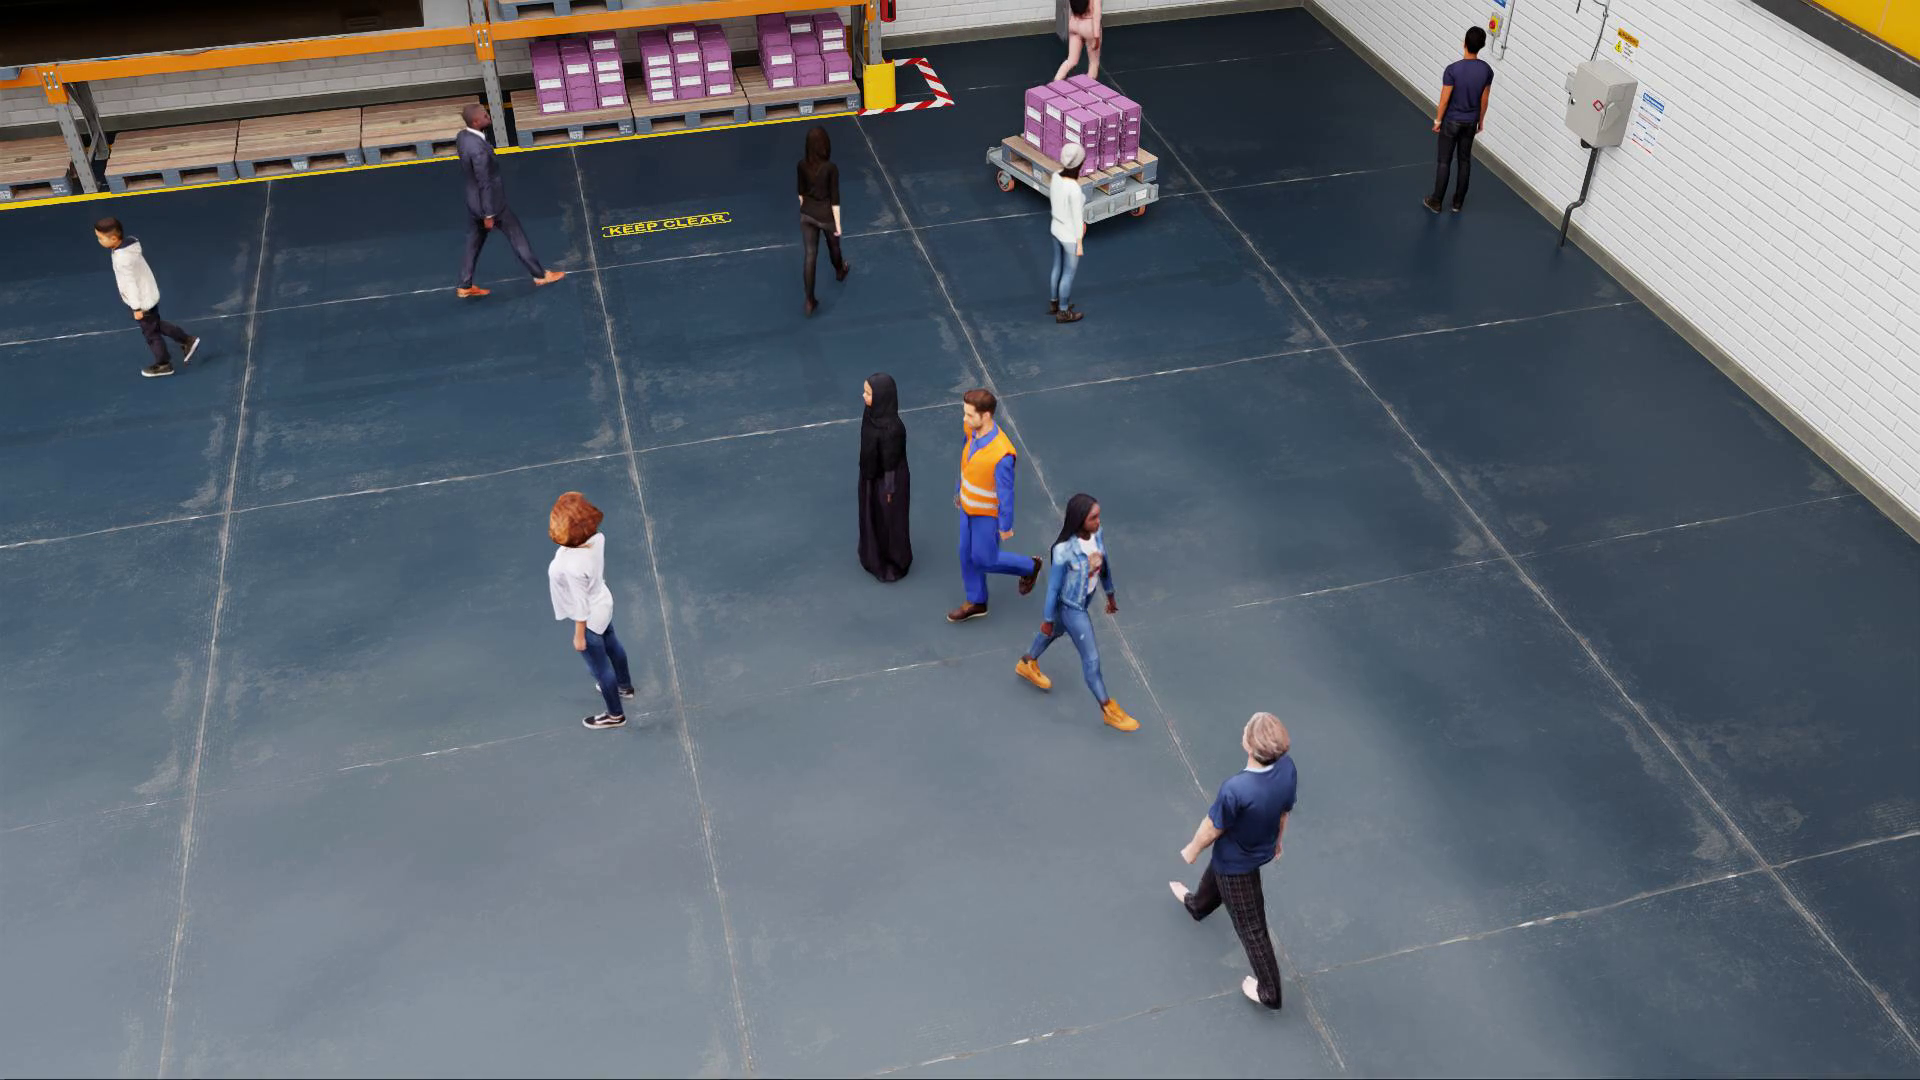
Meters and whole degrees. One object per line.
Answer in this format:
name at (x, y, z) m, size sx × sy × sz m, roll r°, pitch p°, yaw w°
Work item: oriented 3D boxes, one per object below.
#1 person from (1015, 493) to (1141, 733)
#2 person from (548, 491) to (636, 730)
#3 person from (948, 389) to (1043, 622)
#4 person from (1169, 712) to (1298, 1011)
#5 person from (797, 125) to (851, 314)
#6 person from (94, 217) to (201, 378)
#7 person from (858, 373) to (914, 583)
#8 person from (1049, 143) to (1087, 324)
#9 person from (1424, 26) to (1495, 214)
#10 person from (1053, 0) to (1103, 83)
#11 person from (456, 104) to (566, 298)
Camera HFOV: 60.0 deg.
person at (0.634, 0.389, 10.377) m, size 1.188 × 1.659 × 1.183 m, roll 23°, pitch 44°, yaw 26°
person at (-2.268, 0.431, 10.281) m, size 0.715 × 1.712 × 0.727 m, roll 4°, pitch 39°, yaw 5°
person at (0.240, -0.233, 11.011) m, size 1.034 × 1.840 × 0.864 m, roll -21°, pitch 43°, yaw -24°
person at (1.528, 1.694, 8.616) m, size 1.233 × 1.817 × 1.064 m, roll -26°, pitch 46°, yaw -29°
person at (-1.240, -2.718, 14.312) m, size 1.092 × 1.603 × 1.005 m, roll 10°, pitch 40°, yaw 12°
person at (-6.602, -1.998, 13.545) m, size 0.739 × 1.435 × 0.623 m, roll -13°, pitch 40°, yaw -16°
person at (-0.514, -0.457, 11.470) m, size 0.626 × 1.617 × 0.635 m, roll -16°, pitch 41°, yaw -19°
person at (0.904, -2.618, 14.149) m, size 0.590 × 1.650 × 0.616 m, roll -19°, pitch 42°, yaw -22°
person at (4.723, -3.957, 15.714) m, size 0.521 × 1.791 × 0.737 m, roll -4°, pitch 39°, yaw -4°
person at (1.241, -5.317, 17.491) m, size 1.165 × 1.696 × 0.961 m, roll -31°, pitch 48°, yaw -33°
person at (-4.160, -2.872, 14.365) m, size 1.272 × 1.777 × 0.922 m, roll -19°, pitch 42°, yaw -22°
